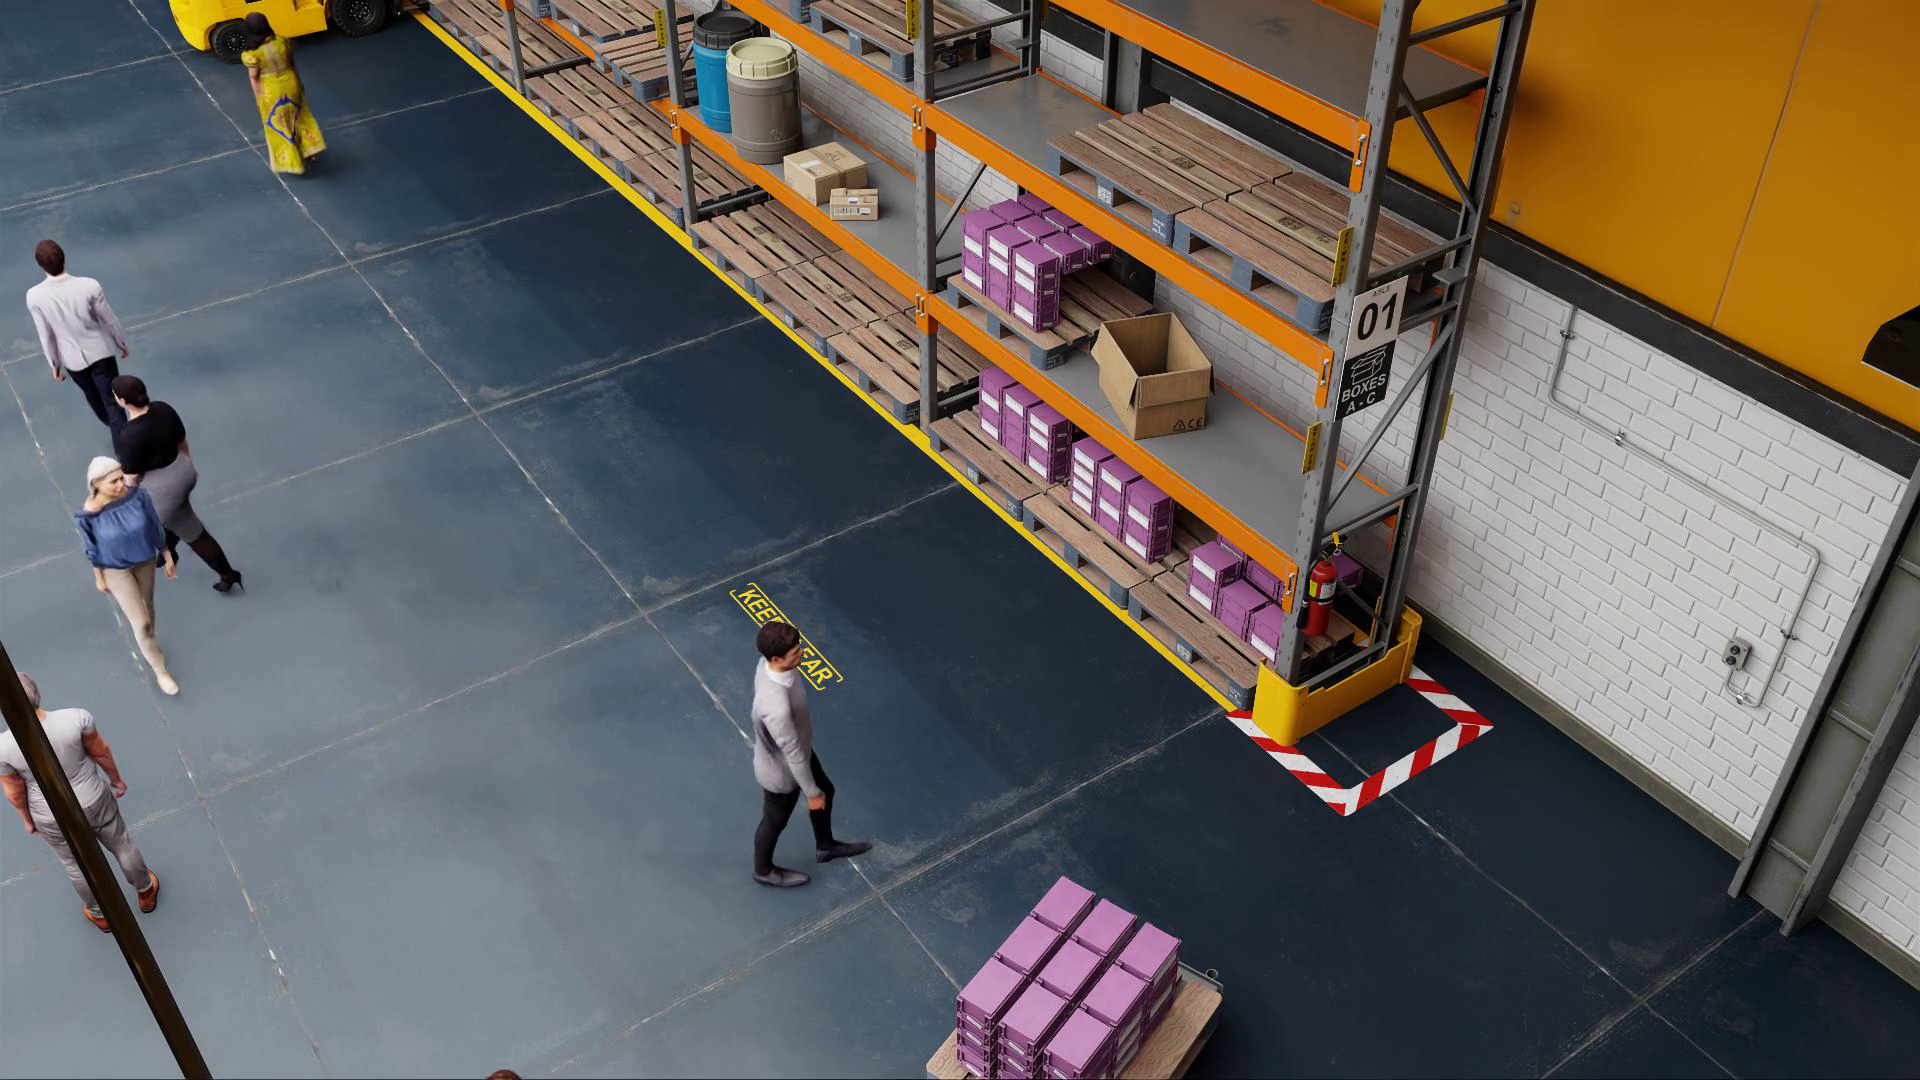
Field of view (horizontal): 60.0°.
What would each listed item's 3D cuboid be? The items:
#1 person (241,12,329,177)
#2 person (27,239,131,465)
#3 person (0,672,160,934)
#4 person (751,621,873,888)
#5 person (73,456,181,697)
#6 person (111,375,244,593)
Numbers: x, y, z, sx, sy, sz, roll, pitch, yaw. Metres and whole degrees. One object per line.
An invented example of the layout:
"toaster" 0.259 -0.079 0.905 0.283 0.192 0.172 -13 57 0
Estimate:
"person" -6.611 -4.336 16.284 0.898 1.646 0.812 30 47 32
"person" -6.488 -1.321 12.383 0.889 1.803 1.286 -14 41 -17
"person" -4.776 1.407 8.941 0.695 1.836 0.557 -26 45 -29
"person" -1.056 1.214 9.132 1.085 1.898 1.046 2 39 2
"person" -5.354 0.140 10.663 0.941 1.667 0.737 32 48 33
"person" -5.234 -0.328 11.204 1.103 1.722 1.058 4 39 5
